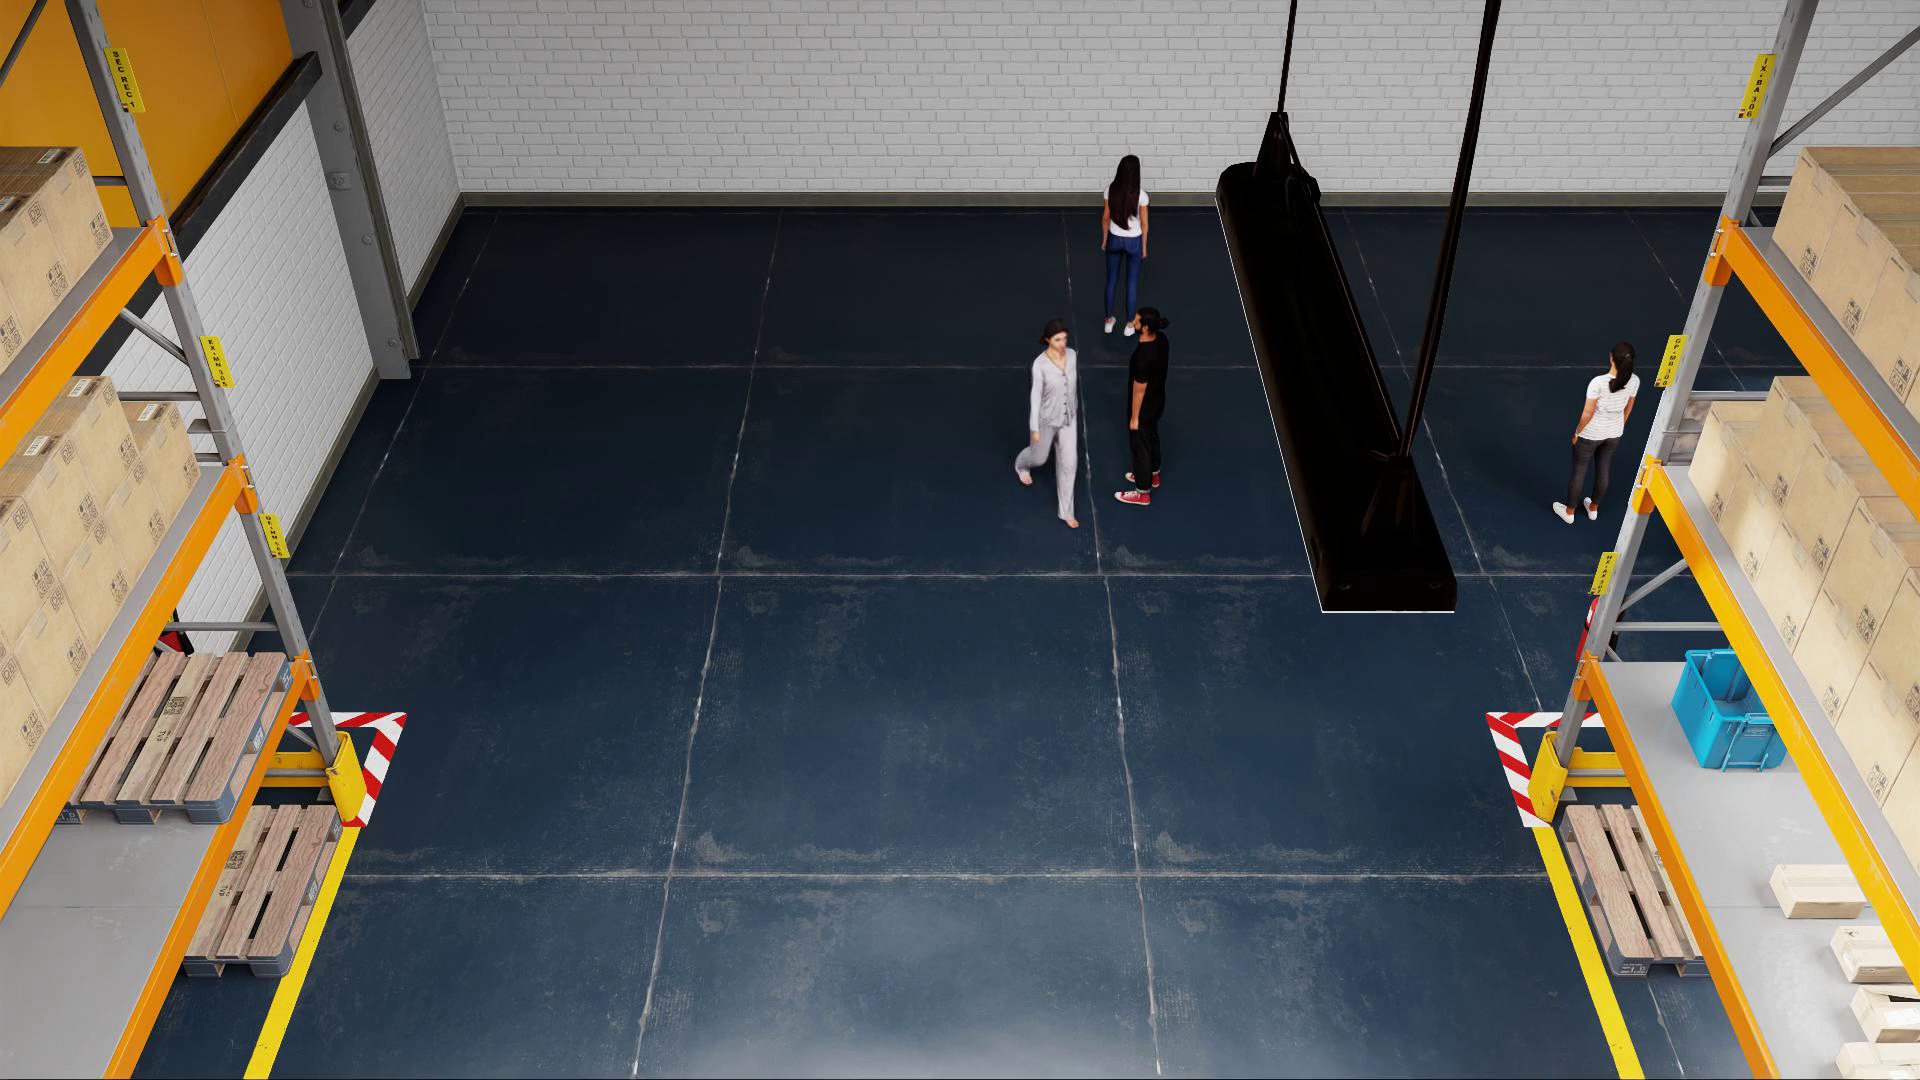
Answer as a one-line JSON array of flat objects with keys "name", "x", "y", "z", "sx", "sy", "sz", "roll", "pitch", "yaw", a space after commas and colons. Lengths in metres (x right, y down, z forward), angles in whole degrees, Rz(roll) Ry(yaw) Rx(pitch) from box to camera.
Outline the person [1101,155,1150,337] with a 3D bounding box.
[{"name": "person", "x": 1.509, "y": -2.705, "z": 15.291, "sx": 0.663, "sy": 1.774, "sz": 0.648, "roll": 15, "pitch": 41, "yaw": 18}]

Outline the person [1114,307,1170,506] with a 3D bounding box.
[{"name": "person", "x": 1.491, "y": -1.083, "z": 13.276, "sx": 0.742, "sy": 1.754, "sz": 0.590, "roll": 14, "pitch": 41, "yaw": 17}]

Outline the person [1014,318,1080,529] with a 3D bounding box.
[{"name": "person", "x": 0.685, "y": -0.992, "z": 13.173, "sx": 0.965, "sy": 1.740, "sz": 1.178, "roll": -19, "pitch": 42, "yaw": -22}]

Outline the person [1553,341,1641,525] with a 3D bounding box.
[{"name": "person", "x": 5.033, "y": -0.848, "z": 13.067, "sx": 0.601, "sy": 1.647, "sz": 0.579, "roll": -6, "pitch": 39, "yaw": -8}]
